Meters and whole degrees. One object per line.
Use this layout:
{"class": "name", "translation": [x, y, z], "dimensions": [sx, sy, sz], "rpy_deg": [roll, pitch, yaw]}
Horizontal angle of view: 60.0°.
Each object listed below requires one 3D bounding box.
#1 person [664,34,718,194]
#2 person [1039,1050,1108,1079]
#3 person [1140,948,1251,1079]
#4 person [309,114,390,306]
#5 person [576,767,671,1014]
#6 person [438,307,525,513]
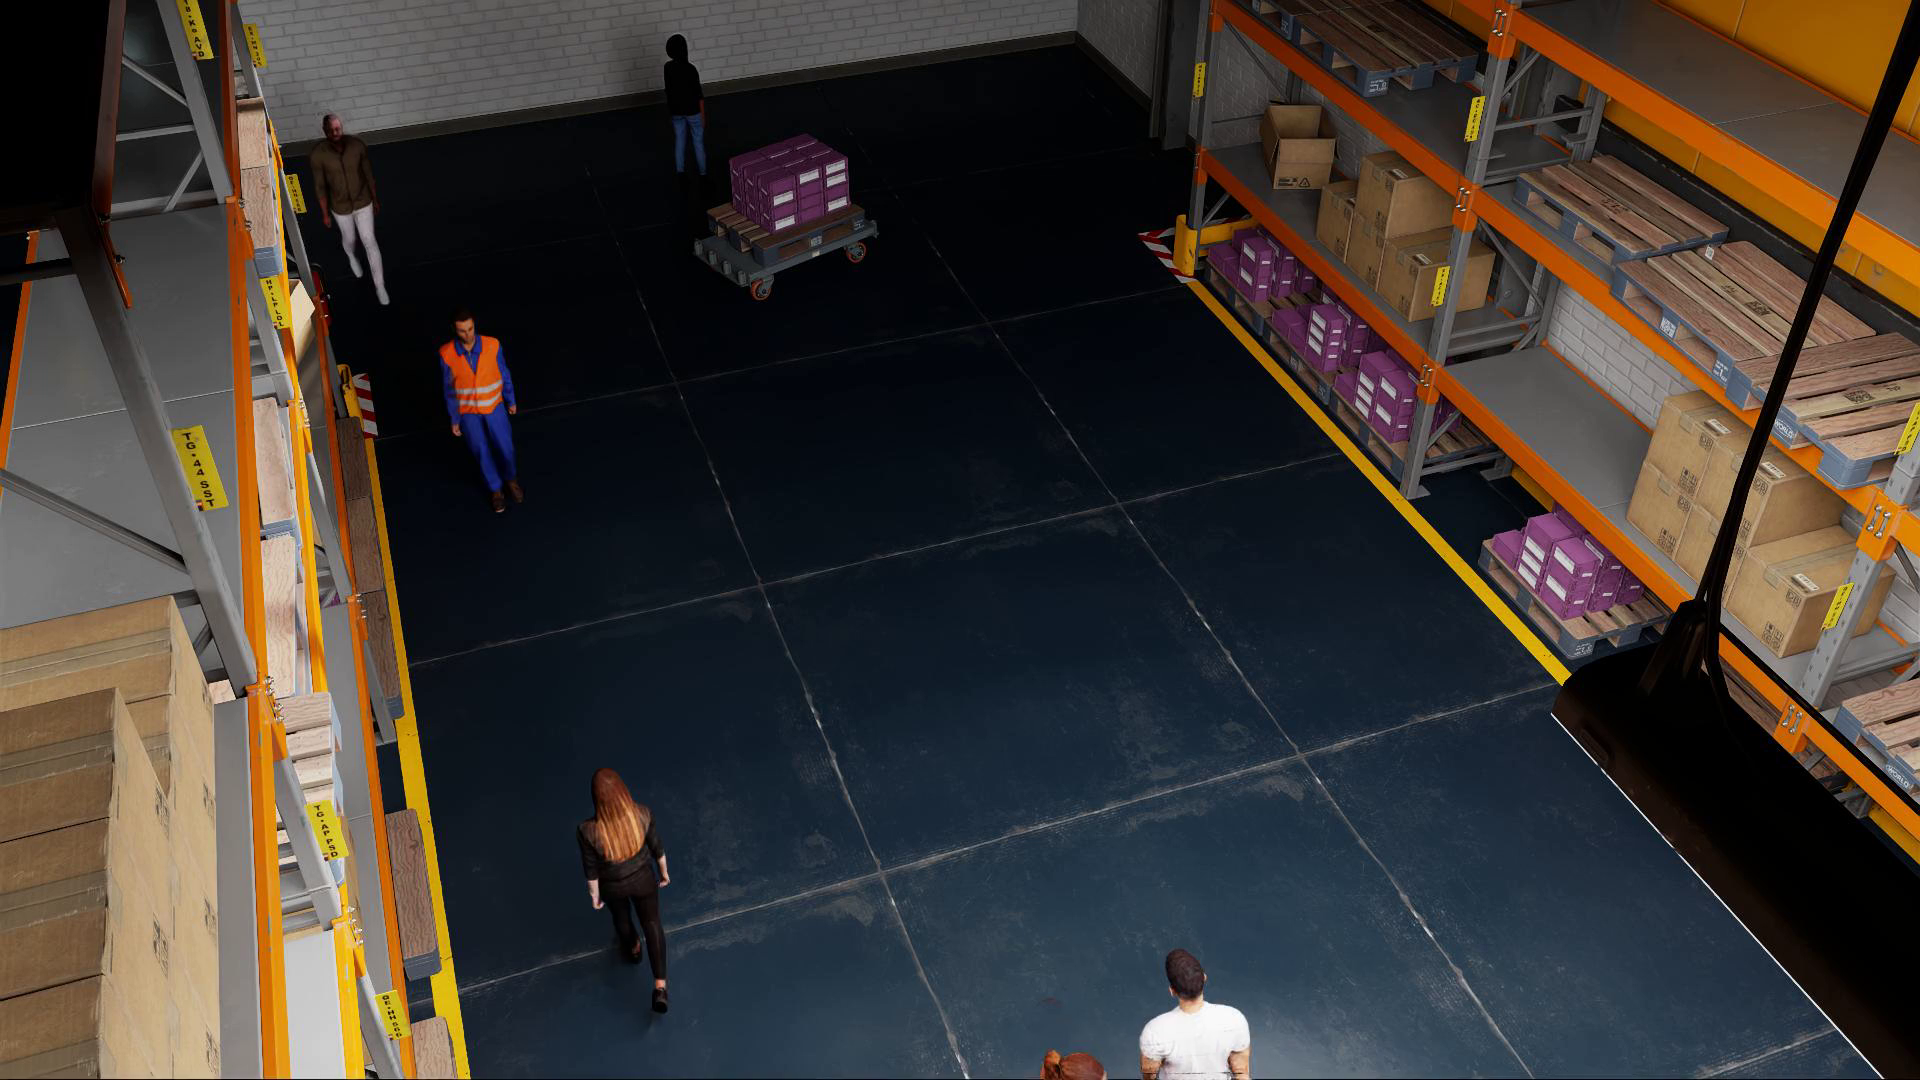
{"class": "person", "translation": [-2.859, -4.451, 17.370], "dimensions": [0.664, 1.701, 0.701], "rpy_deg": [10, 40, 12]}
{"class": "person", "translation": [0.474, 2.934, 8.087], "dimensions": [0.764, 1.746, 0.559], "rpy_deg": [-26, 46, -29]}
{"class": "person", "translation": [1.165, 2.799, 8.190], "dimensions": [0.807, 1.828, 0.746], "rpy_deg": [-2, 39, -2]}
{"class": "person", "translation": [-5.779, -3.192, 15.715], "dimensions": [0.857, 1.798, 1.195], "rpy_deg": [-19, 42, -22]}
{"class": "person", "translation": [-1.854, 1.977, 9.330], "dimensions": [0.599, 1.691, 1.008], "rpy_deg": [-14, 41, -16]}
{"class": "person", "translation": [-3.763, -1.060, 13.005], "dimensions": [0.674, 1.850, 0.644], "rpy_deg": [-13, 41, -16]}
